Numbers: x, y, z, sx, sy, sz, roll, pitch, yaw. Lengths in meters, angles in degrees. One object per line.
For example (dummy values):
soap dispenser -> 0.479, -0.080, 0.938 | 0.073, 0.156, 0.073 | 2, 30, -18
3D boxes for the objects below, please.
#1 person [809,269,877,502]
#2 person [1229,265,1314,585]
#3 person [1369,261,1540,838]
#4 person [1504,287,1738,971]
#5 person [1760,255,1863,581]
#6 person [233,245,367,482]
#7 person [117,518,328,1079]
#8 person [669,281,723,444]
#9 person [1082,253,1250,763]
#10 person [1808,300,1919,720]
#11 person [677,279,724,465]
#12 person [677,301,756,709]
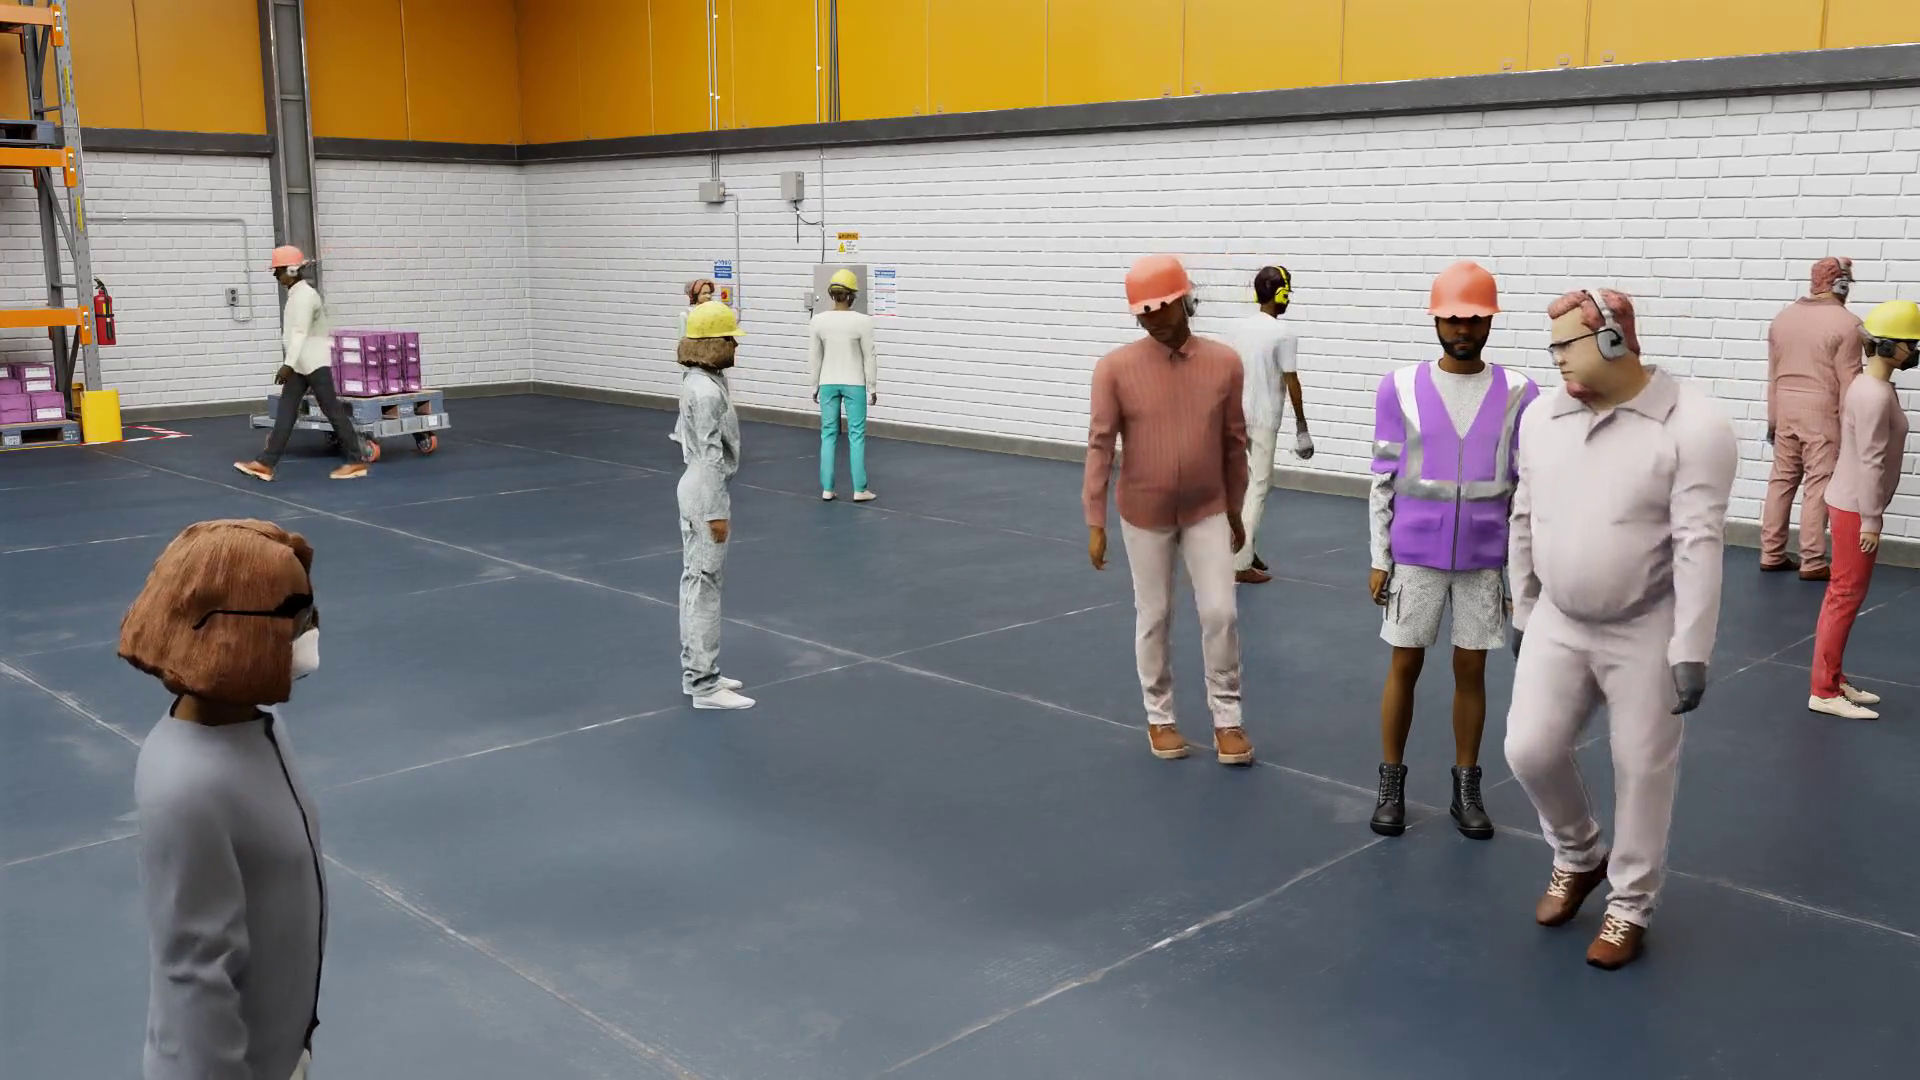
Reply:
person -> -0.881, -1.167, 12.666 | 0.533, 1.765, 0.329 | 3, 11, 14
person -> 1.778, -0.653, 9.644 | 0.564, 1.847, 0.538 | -6, 12, -28
person -> 1.646, 0.044, 5.584 | 0.542, 1.938, 0.358 | 2, 11, 8
person -> 1.787, 0.249, 4.611 | 0.439, 1.879, 0.674 | -10, 14, -44
person -> 5.044, -0.713, 9.809 | 0.406, 1.906, 0.661 | -4, 11, -20
person -> -5.436, -1.435, 13.665 | 1.054, 1.929, 0.624 | -8, 13, -37
person -> -1.036, 0.774, 2.438 | 0.268, 1.630, 0.507 | -3, 11, -14
person -> -2.465, -1.682, 15.941 | 0.545, 1.586, 0.881 | -10, 14, -44
person -> 0.780, -0.097, 6.306 | 0.665, 1.954, 0.558 | -1, 10, -7
person -> 3.831, -0.126, 7.007 | 0.343, 1.756, 0.518 | 5, 11, 24
person -> -2.281, -1.476, 14.682 | 0.314, 1.642, 0.514 | 7, 13, 35
person -> -1.063, -0.152, 7.181 | 0.311, 1.744, 0.486 | -3, 11, -14
